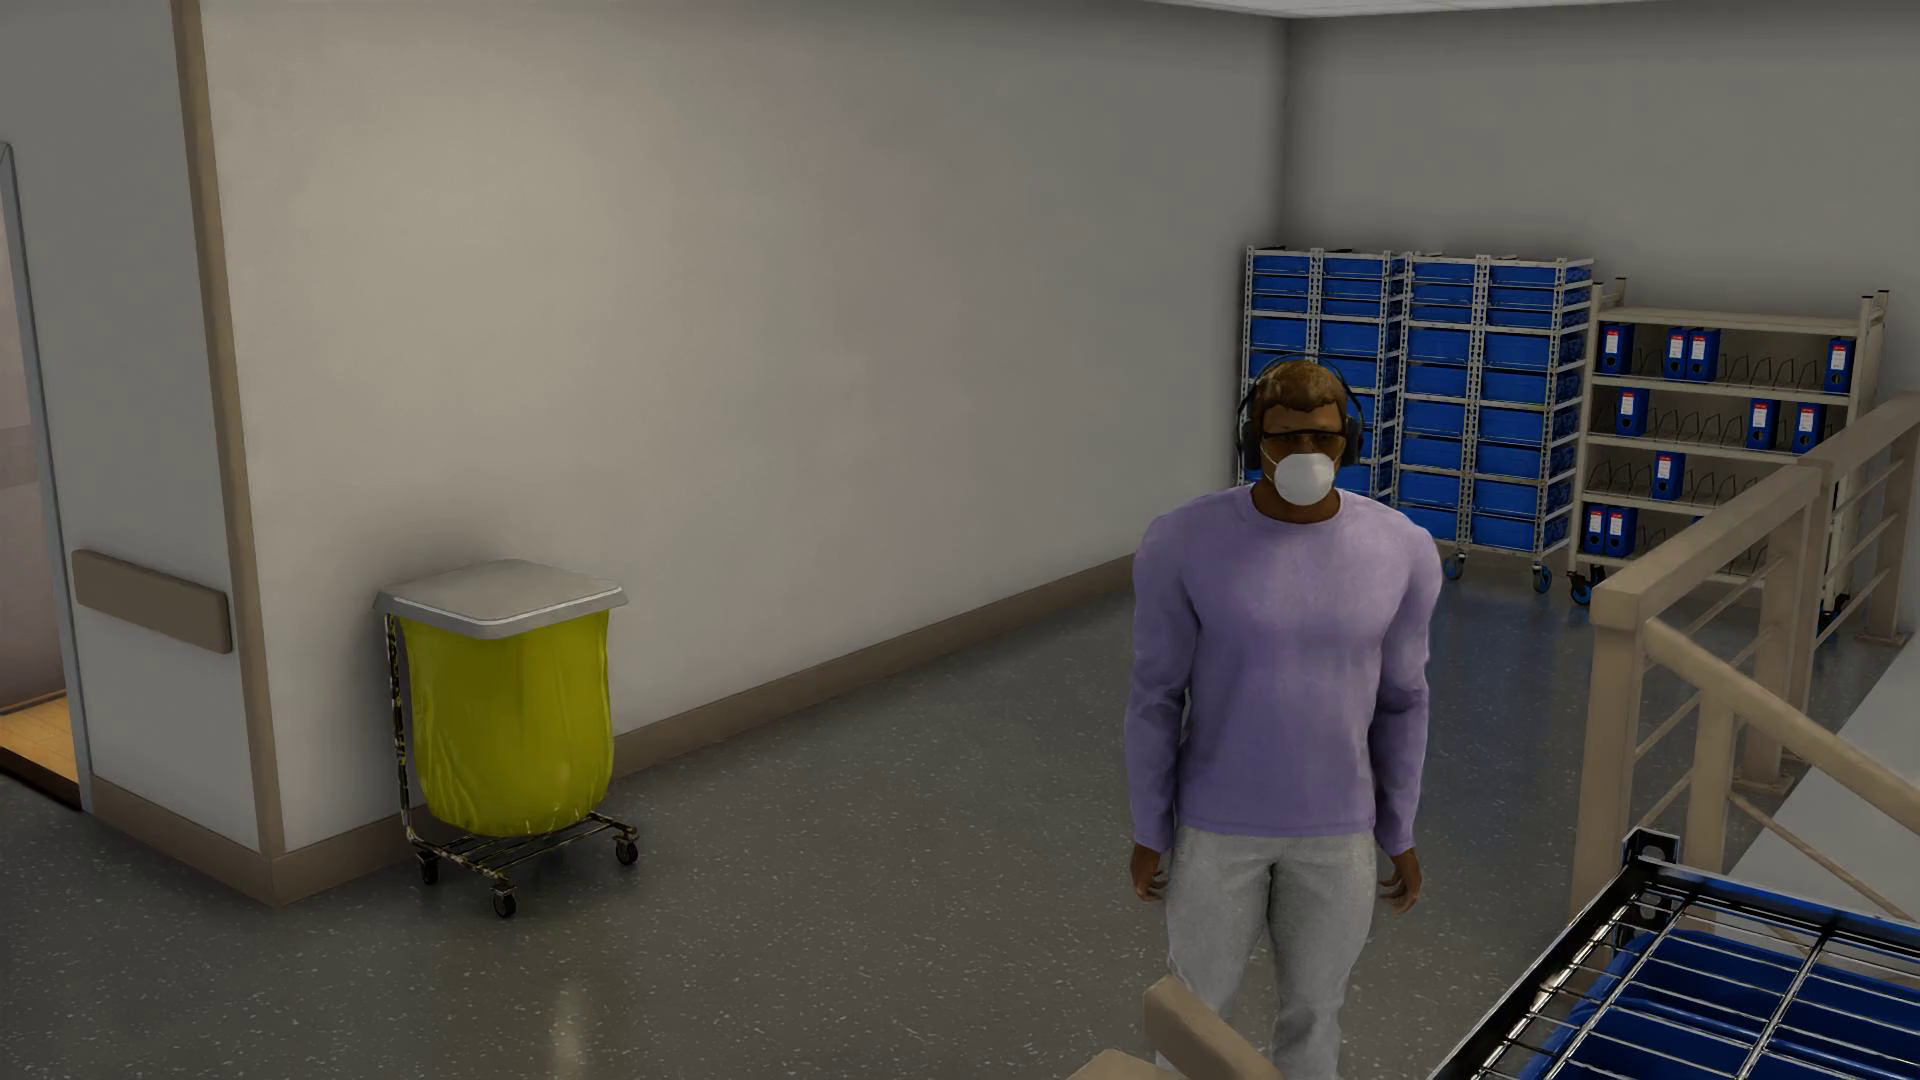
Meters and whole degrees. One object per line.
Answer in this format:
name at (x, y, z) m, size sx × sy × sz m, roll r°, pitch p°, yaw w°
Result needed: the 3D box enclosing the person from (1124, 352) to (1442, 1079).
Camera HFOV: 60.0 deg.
person at (0.645, 0.585, 3.399) m, size 0.627 × 1.940 × 0.370 m, roll 0°, pitch 13°, yaw -1°
